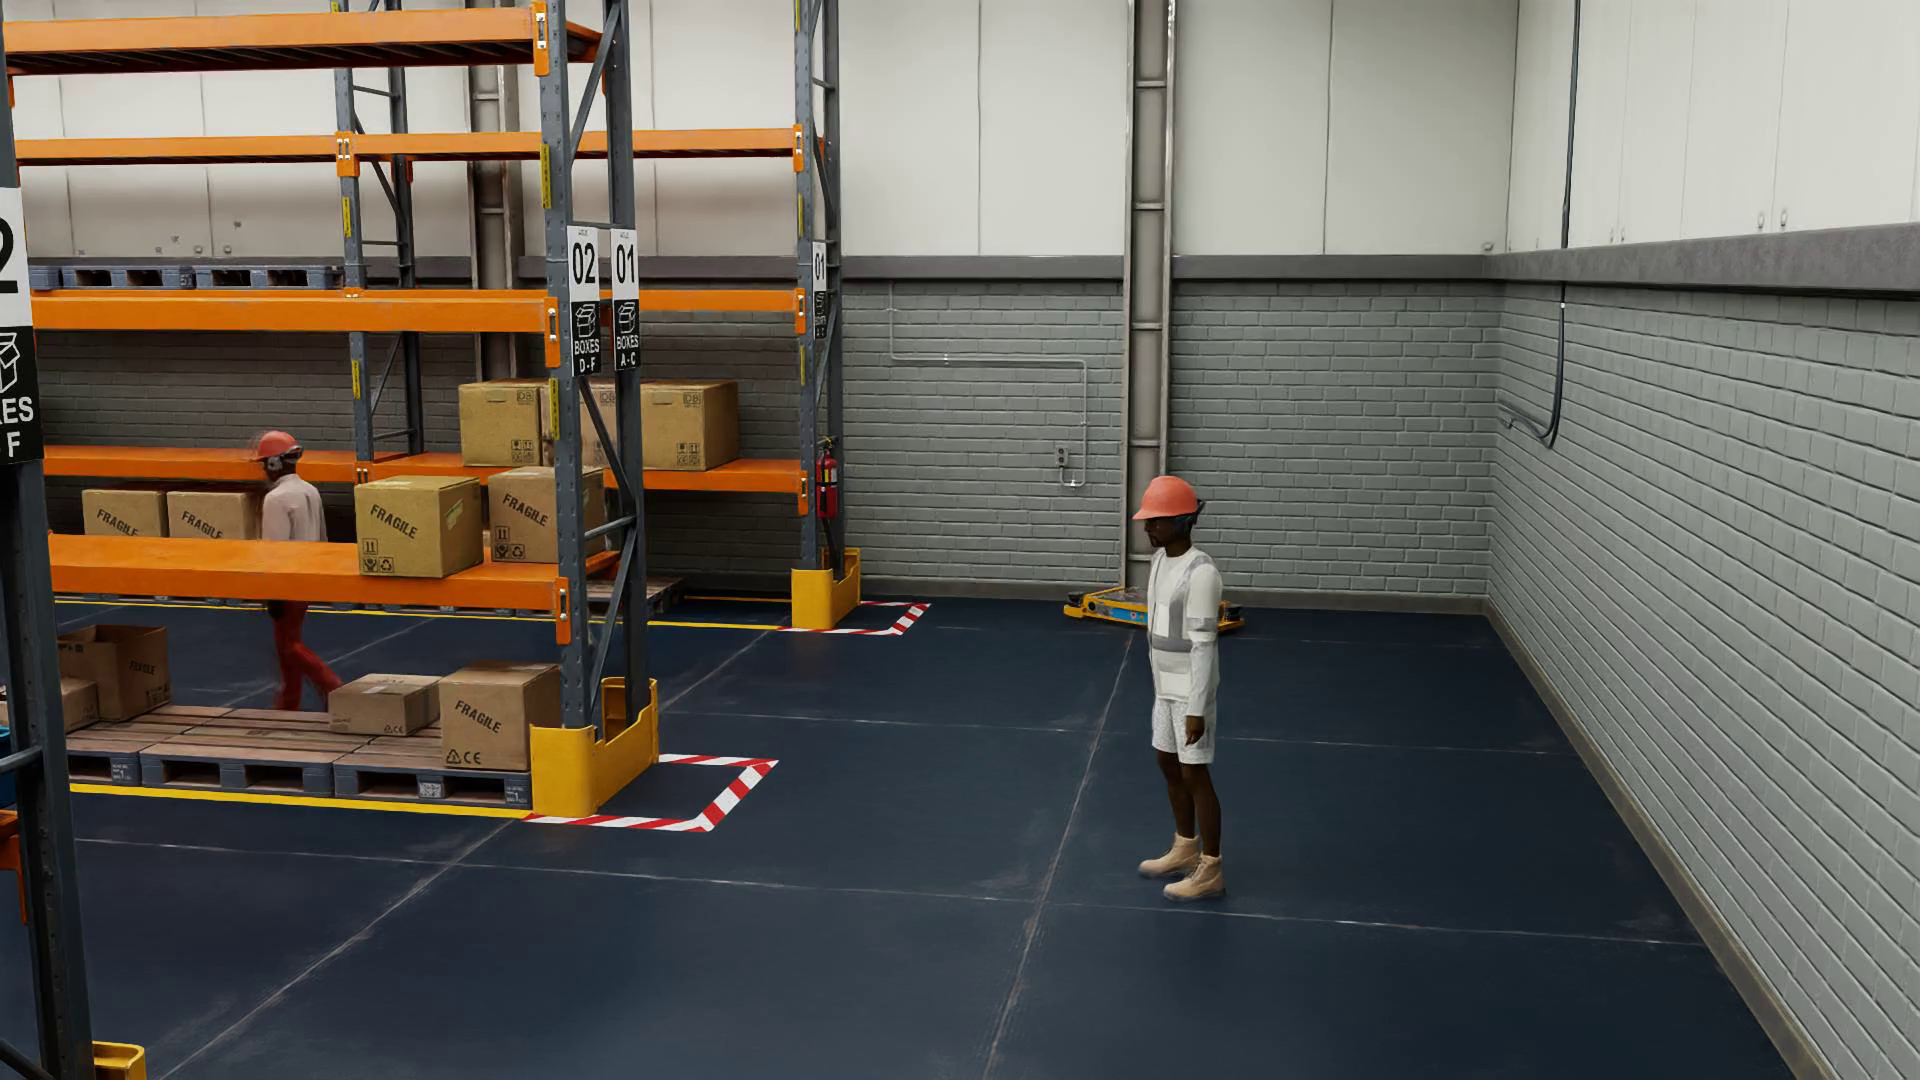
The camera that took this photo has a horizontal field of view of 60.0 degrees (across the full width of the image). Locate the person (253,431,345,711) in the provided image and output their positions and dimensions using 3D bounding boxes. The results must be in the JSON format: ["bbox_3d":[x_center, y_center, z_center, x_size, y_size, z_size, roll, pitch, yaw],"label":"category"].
[{"bbox_3d":[-4.304,0.274,10.861,0.853,1.958,0.662,1,9,4],"label":"person"}]

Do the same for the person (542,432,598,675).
[{"bbox_3d":[-2.896,0.099,12.314,0.450,1.824,0.609,-2,9,-11],"label":"person"}]

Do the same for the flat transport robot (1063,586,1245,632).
[{"bbox_3d":[1.636,0.588,14.112,1.431,0.197,0.652,8,12,42],"label":"flat transport robot"}]

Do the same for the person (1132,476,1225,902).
[{"bbox_3d":[1.033,0.704,7.950,0.427,2.030,0.651,-3,10,-16],"label":"person"}]
